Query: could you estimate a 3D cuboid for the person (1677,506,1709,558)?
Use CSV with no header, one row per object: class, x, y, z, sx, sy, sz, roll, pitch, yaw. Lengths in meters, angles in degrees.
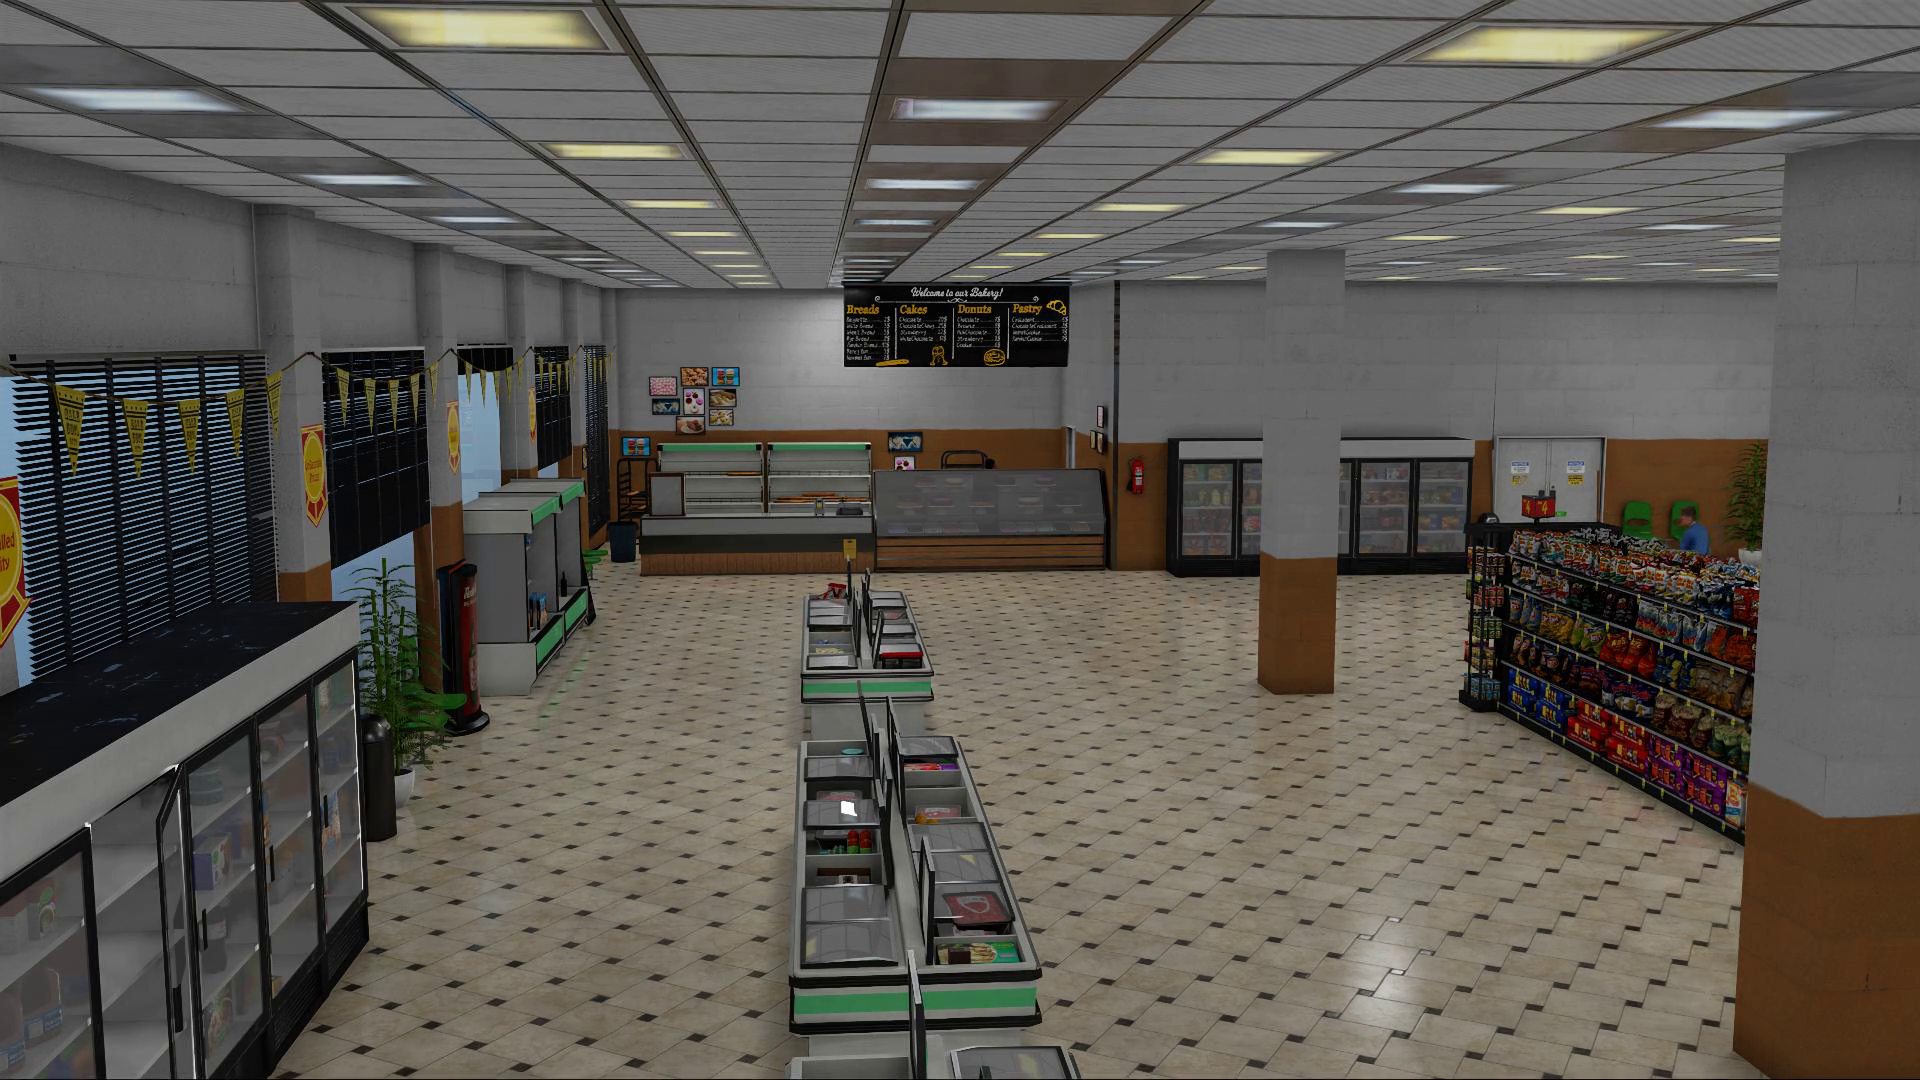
person,9.972,0.421,22.478,0.881,1.771,0.810,-2,7,-20
